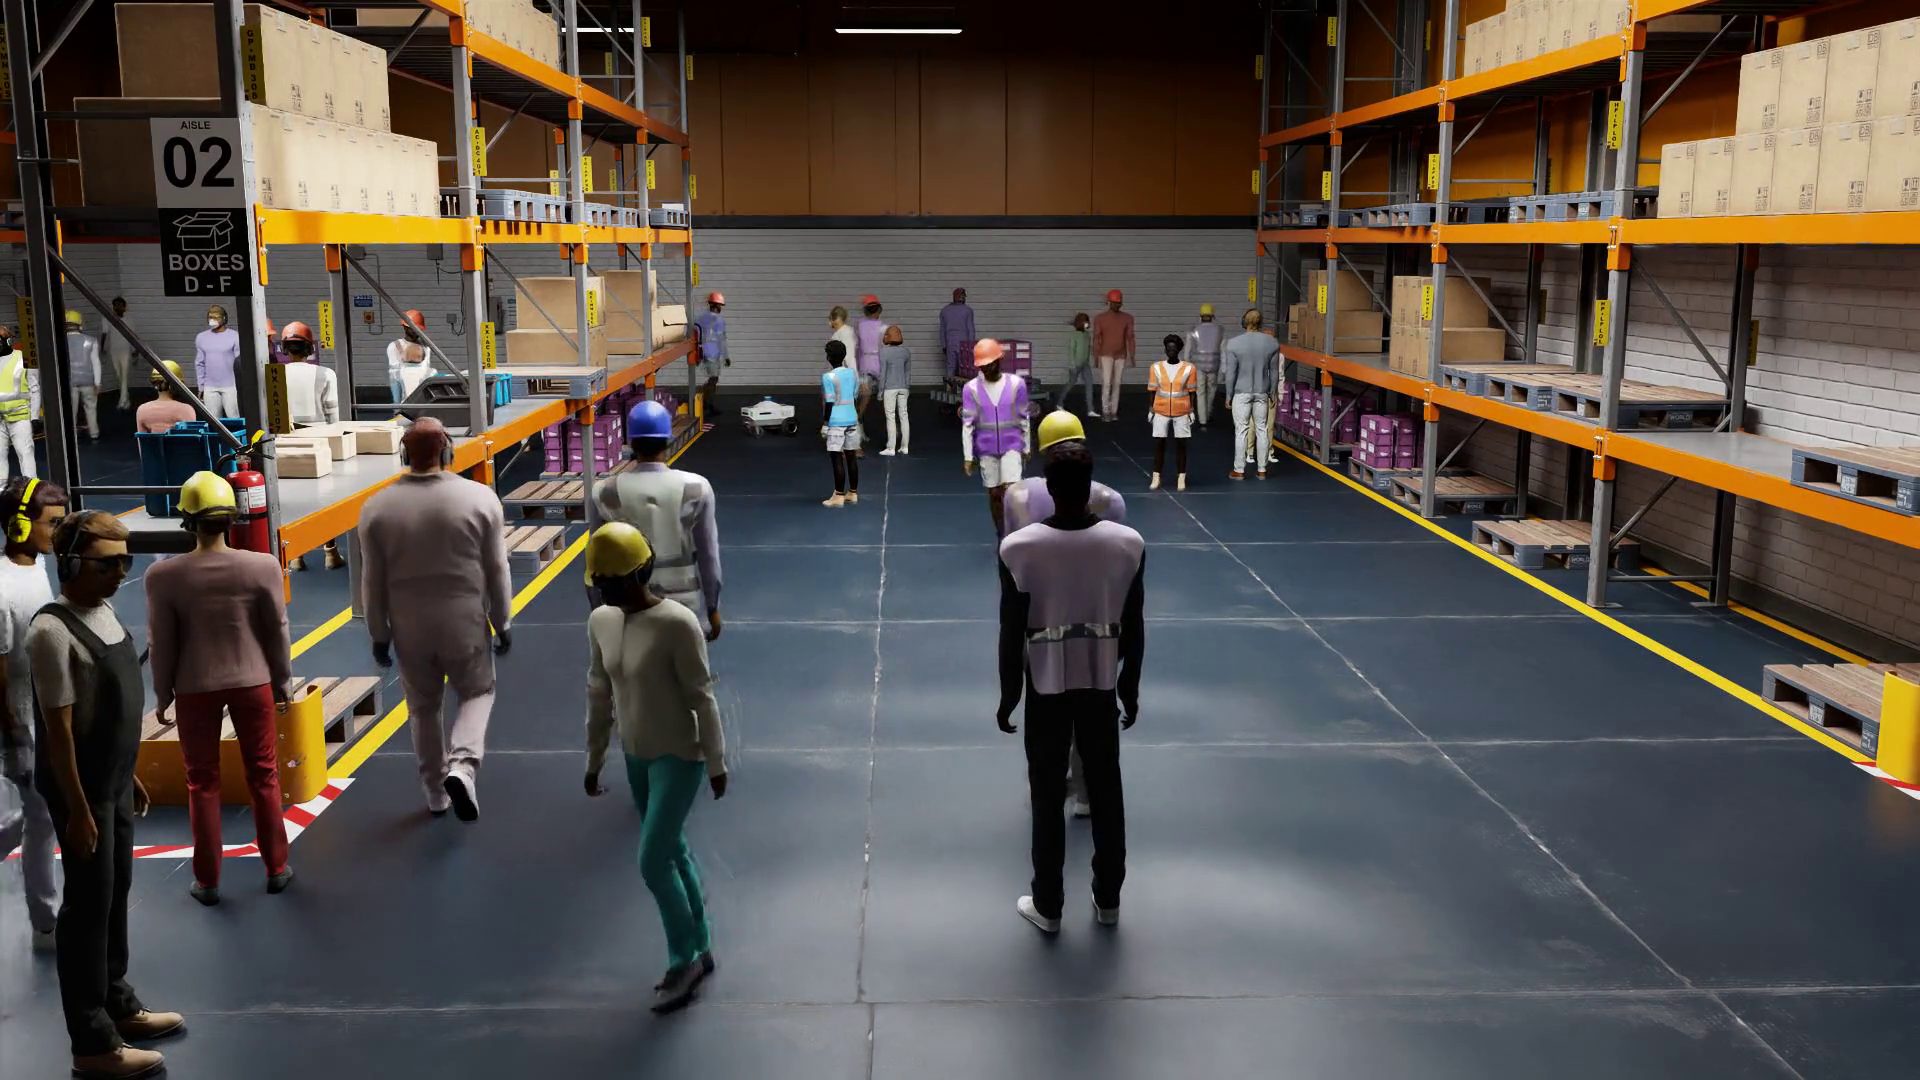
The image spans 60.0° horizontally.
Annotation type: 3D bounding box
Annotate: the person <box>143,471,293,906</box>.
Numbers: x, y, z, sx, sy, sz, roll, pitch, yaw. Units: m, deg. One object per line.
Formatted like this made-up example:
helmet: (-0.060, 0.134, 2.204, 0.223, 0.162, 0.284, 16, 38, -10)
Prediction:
person: (-2.999, 0.599, 6.769, 0.533, 1.770, 0.307, -5, 12, -28)

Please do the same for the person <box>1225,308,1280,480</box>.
person: (3.277, -1.634, 18.737, 0.631, 1.940, 0.372, -1, 10, -7)

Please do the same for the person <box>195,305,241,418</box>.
person: (-8.706, -1.794, 19.627, 0.630, 1.940, 0.372, 1, 10, 4)

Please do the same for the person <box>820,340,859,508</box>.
person: (-1.221, -1.176, 16.858, 0.321, 1.695, 0.530, 7, 12, 32)

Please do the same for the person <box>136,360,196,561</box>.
person: (-6.151, -0.522, 13.031, 0.524, 1.765, 0.324, 2, 10, 11)

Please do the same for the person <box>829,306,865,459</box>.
person: (-1.419, -1.950, 20.674, 0.391, 1.878, 0.802, -3, 11, -17)

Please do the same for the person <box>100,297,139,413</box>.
person: (-13.304, -2.931, 26.341, 0.522, 1.804, 1.026, -3, 10, -14)

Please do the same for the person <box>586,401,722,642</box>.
person: (-1.490, 0.281, 8.093, 0.638, 1.922, 0.786, -2, 10, -12)

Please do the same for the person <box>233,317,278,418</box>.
person: (-6.625, -1.141, 15.831, 0.397, 1.992, 0.623, 2, 10, 9)

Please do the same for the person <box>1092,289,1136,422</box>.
person: (2.316, -2.741, 24.793, 0.617, 1.968, 0.679, -2, 10, -10)

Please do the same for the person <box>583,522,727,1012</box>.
person: (-1.093, 0.779, 5.855, 0.548, 1.723, 0.546, 8, 13, 38)

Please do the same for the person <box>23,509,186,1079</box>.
person: (-2.782, 0.813, 5.382, 0.343, 1.840, 0.507, -2, 10, -10)

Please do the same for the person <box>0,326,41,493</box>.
person: (-9.637, -1.243, 16.830, 0.623, 1.844, 0.429, -2, 10, -8)

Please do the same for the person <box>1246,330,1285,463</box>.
person: (3.699, -1.740, 20.214, 0.503, 1.629, 0.283, -2, 10, -9)

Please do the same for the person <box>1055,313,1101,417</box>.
person: (1.816, -2.713, 25.682, 0.505, 1.601, 0.816, -9, 14, -42)

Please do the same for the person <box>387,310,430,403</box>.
person: (-6.085, -1.597, 18.547, 0.374, 1.932, 0.542, 6, 12, 32)

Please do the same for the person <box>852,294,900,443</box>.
person: (-1.164, -2.293, 22.324, 0.651, 1.986, 0.947, 3, 11, 18)

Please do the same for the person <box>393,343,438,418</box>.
person: (-5.842, -1.316, 17.896, 0.531, 1.597, 0.812, -1, 10, -4)

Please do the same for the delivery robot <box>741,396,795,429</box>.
delivery robot: (-2.644, -1.733, 22.877, 0.707, 0.478, 0.477, -7, 12, -33)

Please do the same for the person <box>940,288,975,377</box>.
person: (-0.018, -3.280, 28.012, 0.643, 1.902, 0.399, 6, 12, 30)

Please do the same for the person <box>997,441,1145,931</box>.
person: (0.431, 0.578, 6.477, 0.590, 1.916, 0.391, -2, 10, -12)

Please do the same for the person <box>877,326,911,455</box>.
person: (-0.830, -1.880, 20.953, 0.497, 1.633, 0.284, -8, 13, -39)

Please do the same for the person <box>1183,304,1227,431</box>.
person: (3.509, -2.493, 23.923, 0.621, 1.785, 0.898, 0, 10, -1)

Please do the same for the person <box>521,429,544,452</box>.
person: (-5.467, -2.048, 21.336, 0.620, 1.836, 0.429, -6, 12, -32)

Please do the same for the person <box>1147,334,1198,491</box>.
person: (2.283, -1.371, 17.936, 0.540, 1.697, 0.317, 2, 10, 13)

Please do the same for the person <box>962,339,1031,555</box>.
person: (0.304, -0.759, 14.027, 0.574, 1.874, 0.758, 1, 10, 4)

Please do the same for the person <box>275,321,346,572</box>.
person: (-5.341, -0.756, 13.566, 0.606, 2.039, 0.381, -2, 10, -13)

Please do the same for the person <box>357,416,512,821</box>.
person: (-2.392, 0.382, 7.620, 0.659, 1.892, 0.621, -2, 10, -8)

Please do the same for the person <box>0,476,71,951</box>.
person: (-3.514, 0.670, 6.157, 0.603, 1.839, 0.571, -2, 10, -11)

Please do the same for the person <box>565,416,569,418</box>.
person: (-5.578, -2.429, 23.351, 0.352, 1.878, 0.568, 9, 13, 40)

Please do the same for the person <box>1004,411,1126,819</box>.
person: (0.507, 0.339, 7.883, 0.617, 1.883, 0.586, 3, 11, 14)

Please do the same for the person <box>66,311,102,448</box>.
person: (-11.565, -2.104, 21.784, 0.609, 1.789, 0.921, -3, 11, -15)

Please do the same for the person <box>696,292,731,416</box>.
person: (-3.813, -2.866, 25.700, 0.493, 1.907, 0.553, -10, 14, -43)
